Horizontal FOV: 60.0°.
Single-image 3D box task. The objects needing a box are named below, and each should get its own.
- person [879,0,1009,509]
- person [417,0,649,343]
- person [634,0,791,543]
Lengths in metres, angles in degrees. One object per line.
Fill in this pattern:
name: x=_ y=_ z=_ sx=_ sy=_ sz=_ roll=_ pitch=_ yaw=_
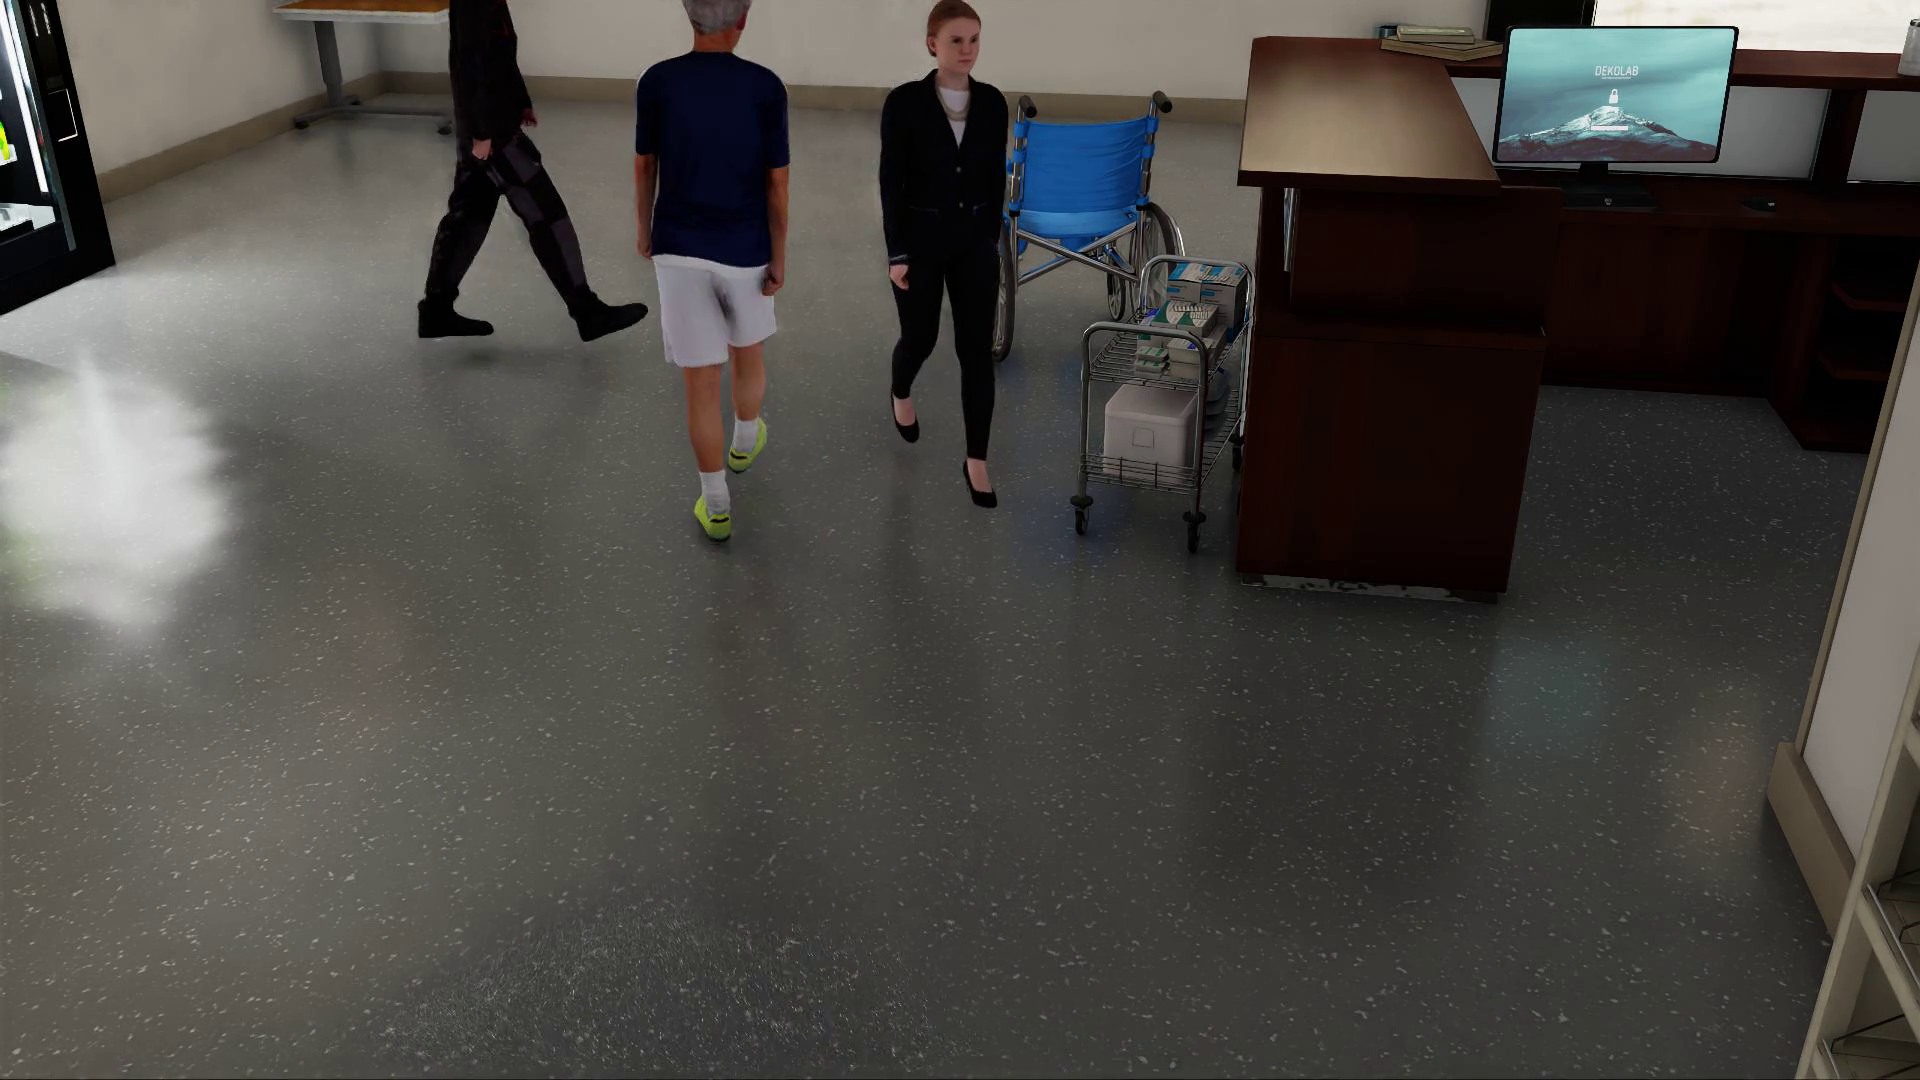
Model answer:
person: x=-0.095 y=-0.975 z=5.693 sx=0.928 sy=1.653 sz=1.142 roll=-8 pitch=27 yaw=-15
person: x=-2.013 y=-1.679 z=6.908 sx=1.160 sy=1.867 sz=1.252 roll=-9 pitch=27 yaw=-18
person: x=-0.776 y=-0.862 z=5.311 sx=0.893 sy=1.783 sz=1.130 roll=-6 pitch=26 yaw=-12
